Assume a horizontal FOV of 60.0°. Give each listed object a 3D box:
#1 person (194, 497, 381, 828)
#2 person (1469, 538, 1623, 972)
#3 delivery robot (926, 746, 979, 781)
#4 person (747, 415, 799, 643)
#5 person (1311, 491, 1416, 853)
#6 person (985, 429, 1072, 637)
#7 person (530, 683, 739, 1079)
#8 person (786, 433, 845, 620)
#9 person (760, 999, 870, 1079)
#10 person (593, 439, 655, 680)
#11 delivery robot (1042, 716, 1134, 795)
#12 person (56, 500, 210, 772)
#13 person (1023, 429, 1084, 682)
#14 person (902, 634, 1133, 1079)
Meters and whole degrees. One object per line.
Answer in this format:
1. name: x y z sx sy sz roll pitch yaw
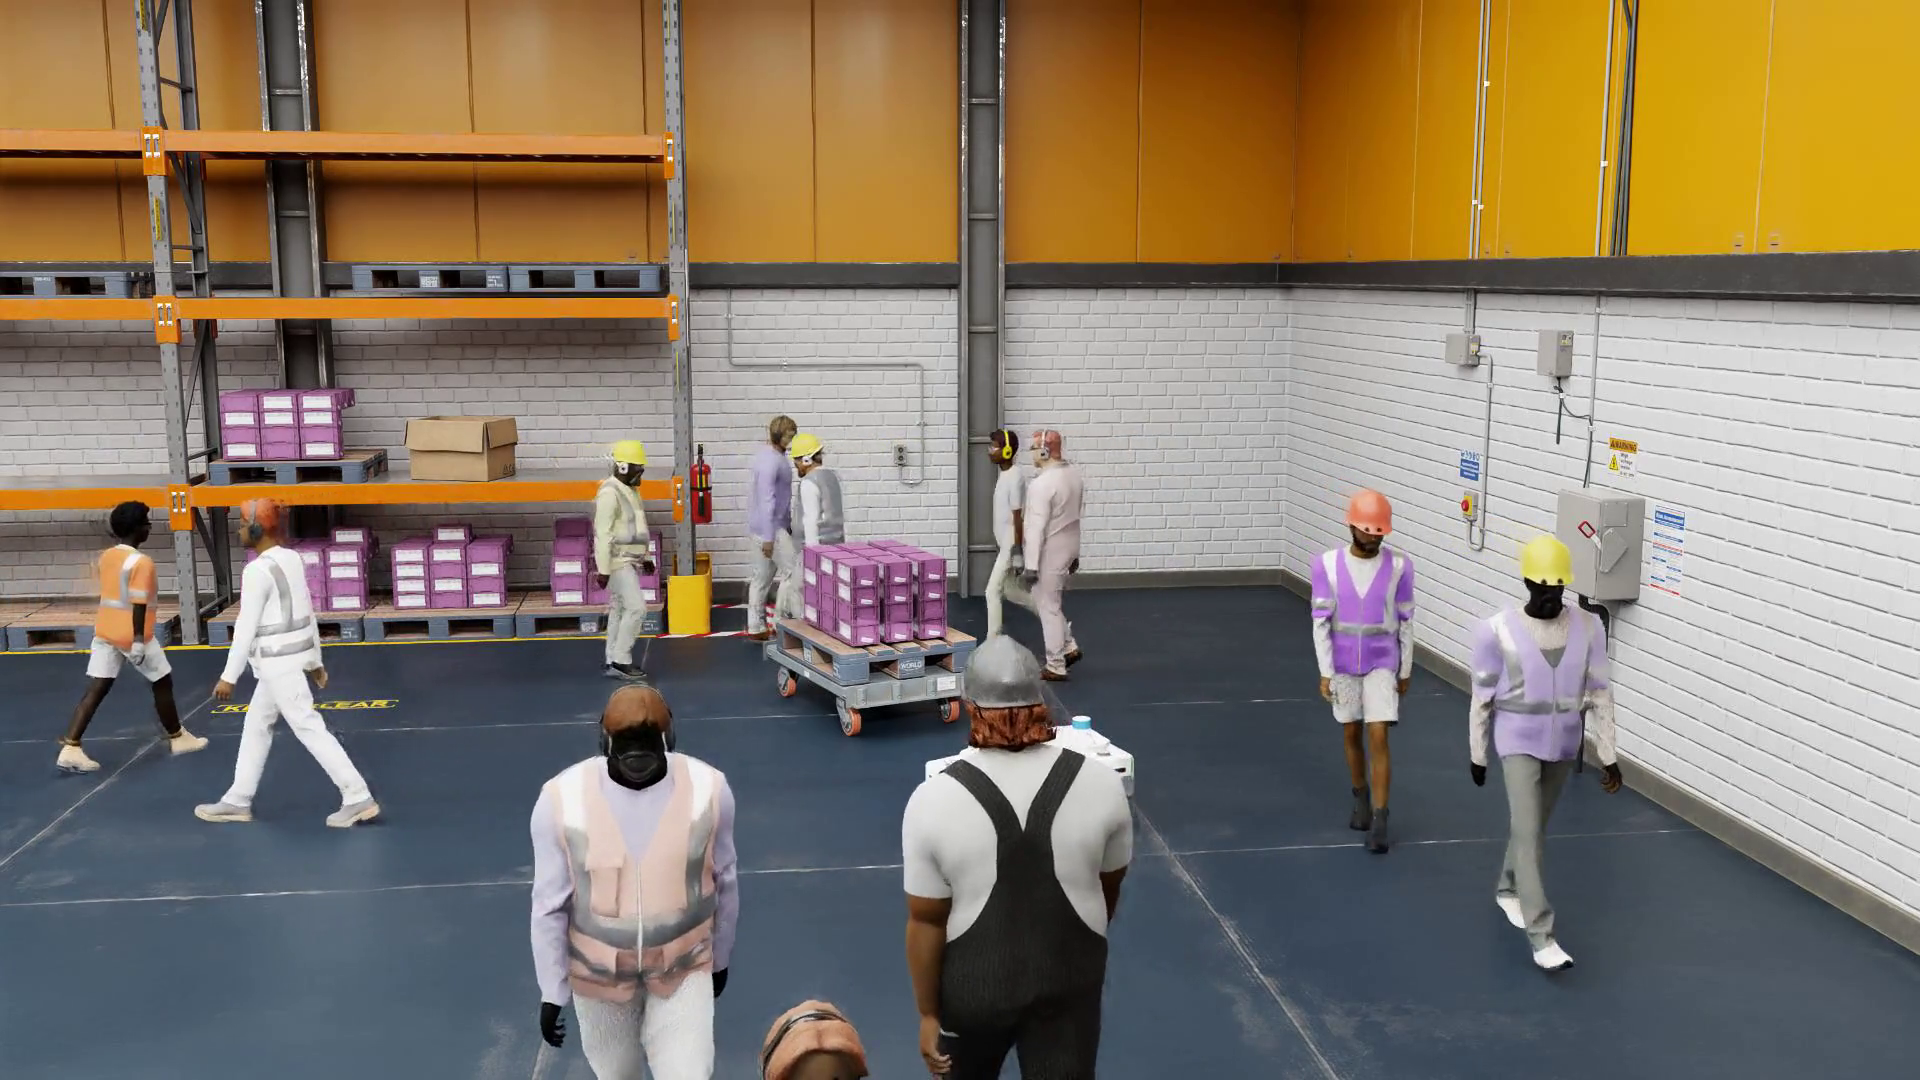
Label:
1. person: -3.684 0.677 9.074 1.029 1.836 0.578 -1 9 -4
2. person: 2.598 0.920 7.399 0.590 1.875 0.989 -1 9 -7
3. delivery robot: 0.164 1.272 9.014 0.707 0.478 0.477 -7 11 -37
4. person: -1.471 -0.065 13.486 0.635 1.904 0.749 -1 9 -5
5. person: 2.121 0.680 8.820 0.542 1.889 0.870 3 9 16
6. person: 0.456 0.046 12.985 0.818 1.847 0.526 -1 9 -5
7. person: -0.963 1.336 5.001 0.623 1.804 0.880 -2 9 -11
8. person: -1.157 0.066 12.951 0.580 1.799 0.622 3 10 17
9. person: -0.286 1.711 3.297 0.548 1.591 0.839 -2 9 -14
10. person: -2.471 0.150 12.405 0.512 1.804 0.611 0 9 2
11. delivery robot: 0.677 1.228 9.288 0.477 0.478 0.707 -4 10 -23
12. person: -5.152 0.585 10.199 0.539 1.650 0.906 6 11 33
13. person: 0.649 0.117 12.345 0.432 1.890 0.668 5 10 27
14. person: 0.172 1.245 4.849 0.681 2.000 1.014 -1 9 -7
